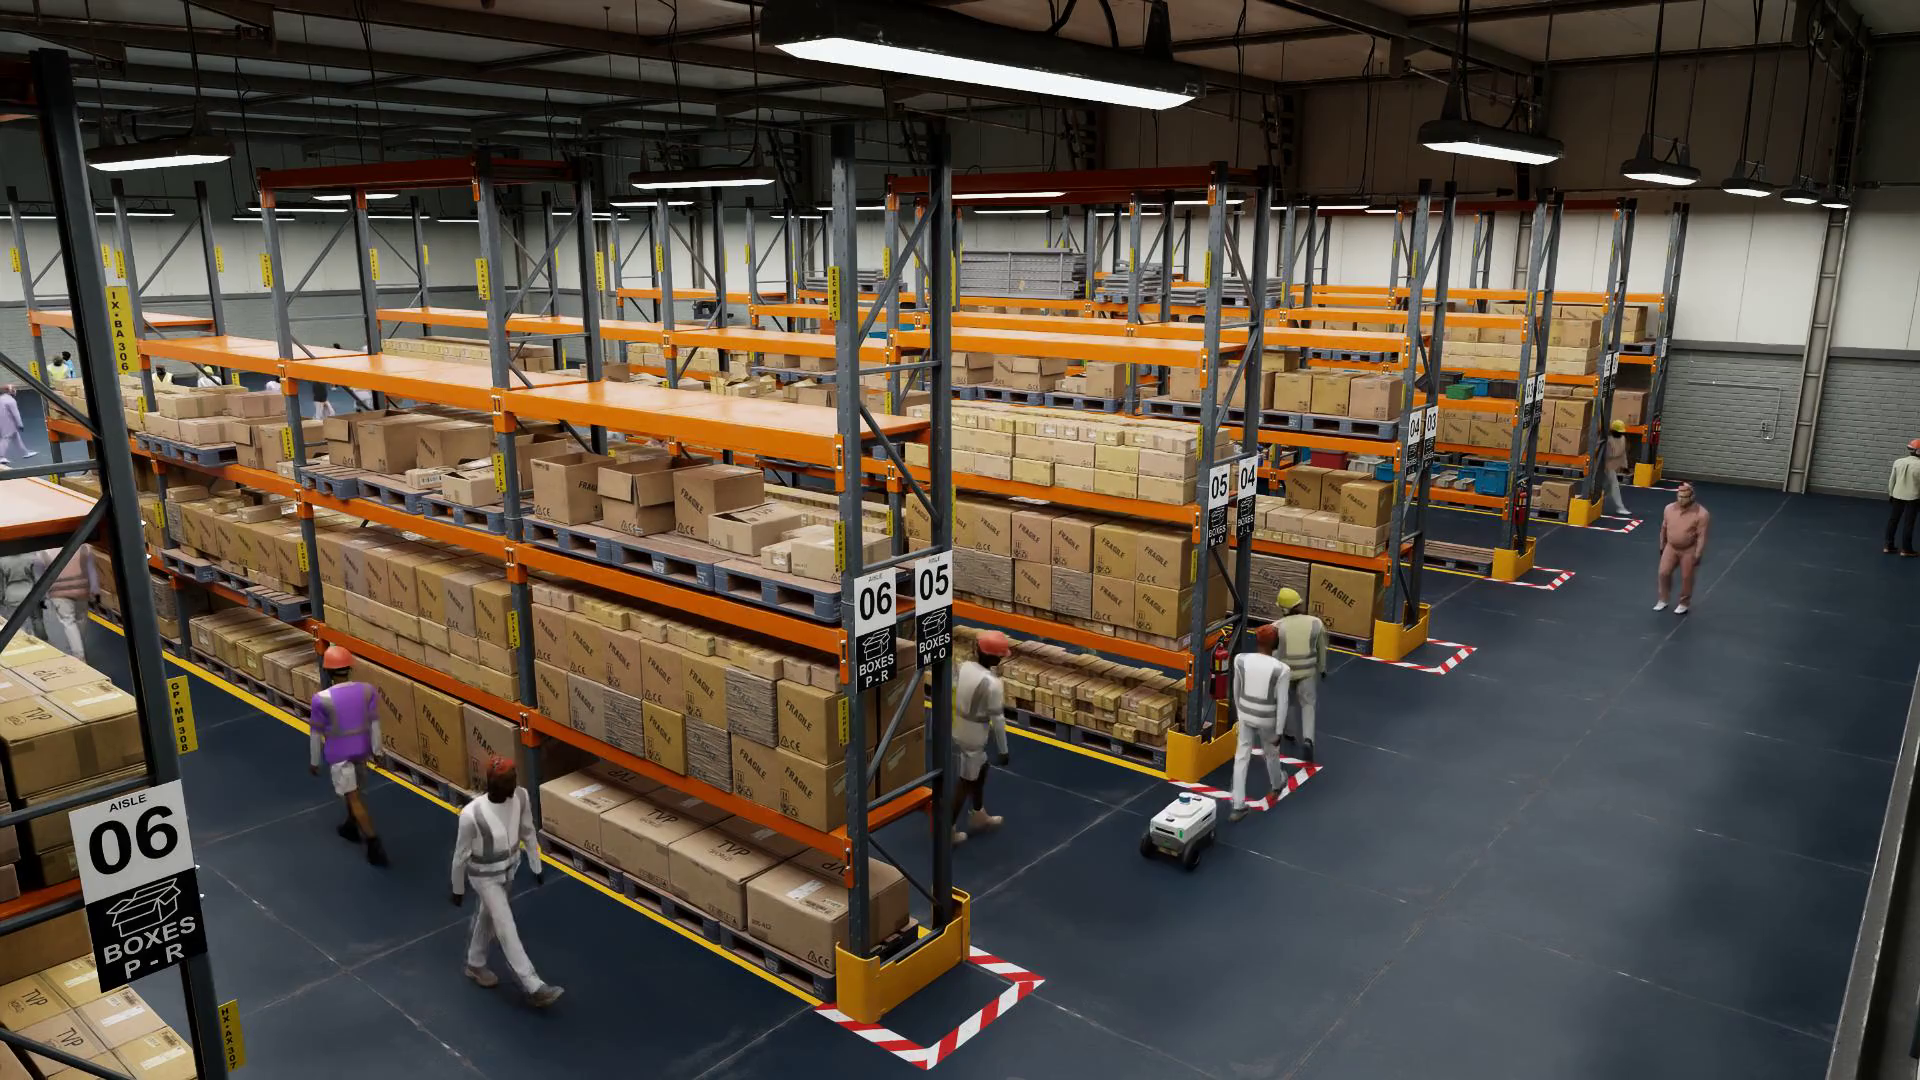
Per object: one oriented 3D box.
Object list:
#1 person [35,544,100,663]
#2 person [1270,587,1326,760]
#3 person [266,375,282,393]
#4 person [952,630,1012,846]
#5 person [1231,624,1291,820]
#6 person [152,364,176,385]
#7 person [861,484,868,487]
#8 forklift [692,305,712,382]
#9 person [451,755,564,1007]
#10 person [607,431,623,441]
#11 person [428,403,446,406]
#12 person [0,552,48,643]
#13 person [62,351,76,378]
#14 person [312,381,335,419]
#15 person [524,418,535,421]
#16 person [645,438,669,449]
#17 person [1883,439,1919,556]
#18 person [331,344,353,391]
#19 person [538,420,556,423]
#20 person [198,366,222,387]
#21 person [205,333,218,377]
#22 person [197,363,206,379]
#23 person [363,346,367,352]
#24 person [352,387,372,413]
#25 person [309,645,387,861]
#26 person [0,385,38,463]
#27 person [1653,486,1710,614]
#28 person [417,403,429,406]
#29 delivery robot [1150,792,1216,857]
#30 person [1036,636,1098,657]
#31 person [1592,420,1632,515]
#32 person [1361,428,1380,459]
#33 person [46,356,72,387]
[{"bbox_3d":[-11.407,0.679,16.108,0.945,1.797,0.639,12,18,42],"label":"person"},{"bbox_3d":[3.535,1.385,13.200,0.634,1.793,0.823,1,14,3],"label":"person"},{"bbox_3d":[-18.068,-3.577,33.434,0.612,1.876,0.594,6,15,22],"label":"person"},{"bbox_3d":[0.148,1.760,11.223,0.848,1.986,0.626,-8,16,-30],"label":"person"},{"bbox_3d":[2.863,1.668,11.941,0.579,1.831,0.978,9,16,31],"label":"person"},{"bbox_3d":[-22.343,-4.029,35.373,0.624,1.840,0.430,-6,15,-24],"label":"person"},{"bbox_3d":[-2.325,-1.957,27.375,0.507,1.588,0.865,-13,19,-43],"label":"person"},{"bbox_3d":[-9.511,-7.392,47.124,1.873,2.768,1.129,11,17,38],"label":"forklift"},{"bbox_3d":[-3.218,2.399,8.949,1.061,1.819,0.603,6,15,24],"label":"person"},{"bbox_3d":[-7.382,-1.863,26.829,0.546,1.650,0.847,3,14,10],"label":"person"},{"bbox_3d":[-14.474,-3.951,34.846,0.549,1.936,0.377,-9,16,-33],"label":"person"},{"bbox_3d":[-12.016,0.718,16.135,0.493,1.703,0.877,-10,17,-36],"label":"person"},{"bbox_3d":[-28.708,-5.237,40.634,0.322,1.697,0.531,-11,17,-38],"label":"person"},{"bbox_3d":[-17.163,-3.781,34.065,0.768,1.964,0.630,-2,14,-8],"label":"person"},{"bbox_3d":[-9.908,-2.350,28.742,0.946,1.700,0.536,4,14,17],"label":"person"},{"bbox_3d":[-5.592,-1.196,23.579,0.409,1.907,0.648,13,19,42],"label":"person"},{"bbox_3d":[16.198,-0.737,21.514,0.392,1.991,0.613,-4,14,-18],"label":"person"},{"bbox_3d":[-21.642,-6.033,43.981,0.875,1.657,0.536,5,14,18],"label":"person"},{"bbox_3d":[-9.550,-2.481,29.496,0.819,1.600,0.527,11,17,38],"label":"person"},{"bbox_3d":[-20.986,-3.983,35.297,0.608,1.789,0.933,-8,16,-28],"label":"person"},{"bbox_3d":[-26.690,-6.420,44.873,0.821,2.000,0.534,9,16,32],"label":"person"},{"bbox_3d":[-27.295,-6.343,45.316,0.424,1.622,0.535,-8,16,-30],"label":"person"},{"bbox_3d":[-20.154,-6.026,43.275,0.627,2.001,1.028,-3,14,-14],"label":"person"},{"bbox_3d":[-16.601,-3.976,35.027,0.884,1.907,0.544,10,17,36],"label":"person"},{"bbox_3d":[-5.358,1.857,11.060,0.972,1.896,0.560,11,17,37],"label":"person"},{"bbox_3d":[-22.850,-2.808,30.324,0.676,1.853,1.006,9,16,32],"label":"person"},{"bbox_3d":[10.351,0.148,18.104,0.635,1.883,0.682,-10,17,-37],"label":"person"},{"bbox_3d":[-16.895,-4.989,39.474,0.532,1.768,0.311,-4,14,-15],"label":"person"},{"bbox_3d":[1.984,2.480,11.165,0.477,0.478,0.707,10,17,36],"label":"delivery robot"},{"bbox_3d":[1.425,0.646,16.008,0.923,1.911,0.638,10,17,34],"label":"person"},{"bbox_3d":[12.783,-1.458,24.774,0.621,1.862,1.012,-10,17,-35],"label":"person"},{"bbox_3d":[7.890,-1.307,24.048,0.554,1.904,0.784,-6,15,-25],"label":"person"},{"bbox_3d":[-27.148,-4.645,37.979,0.644,1.800,0.689,-11,18,-39],"label":"person"}]
